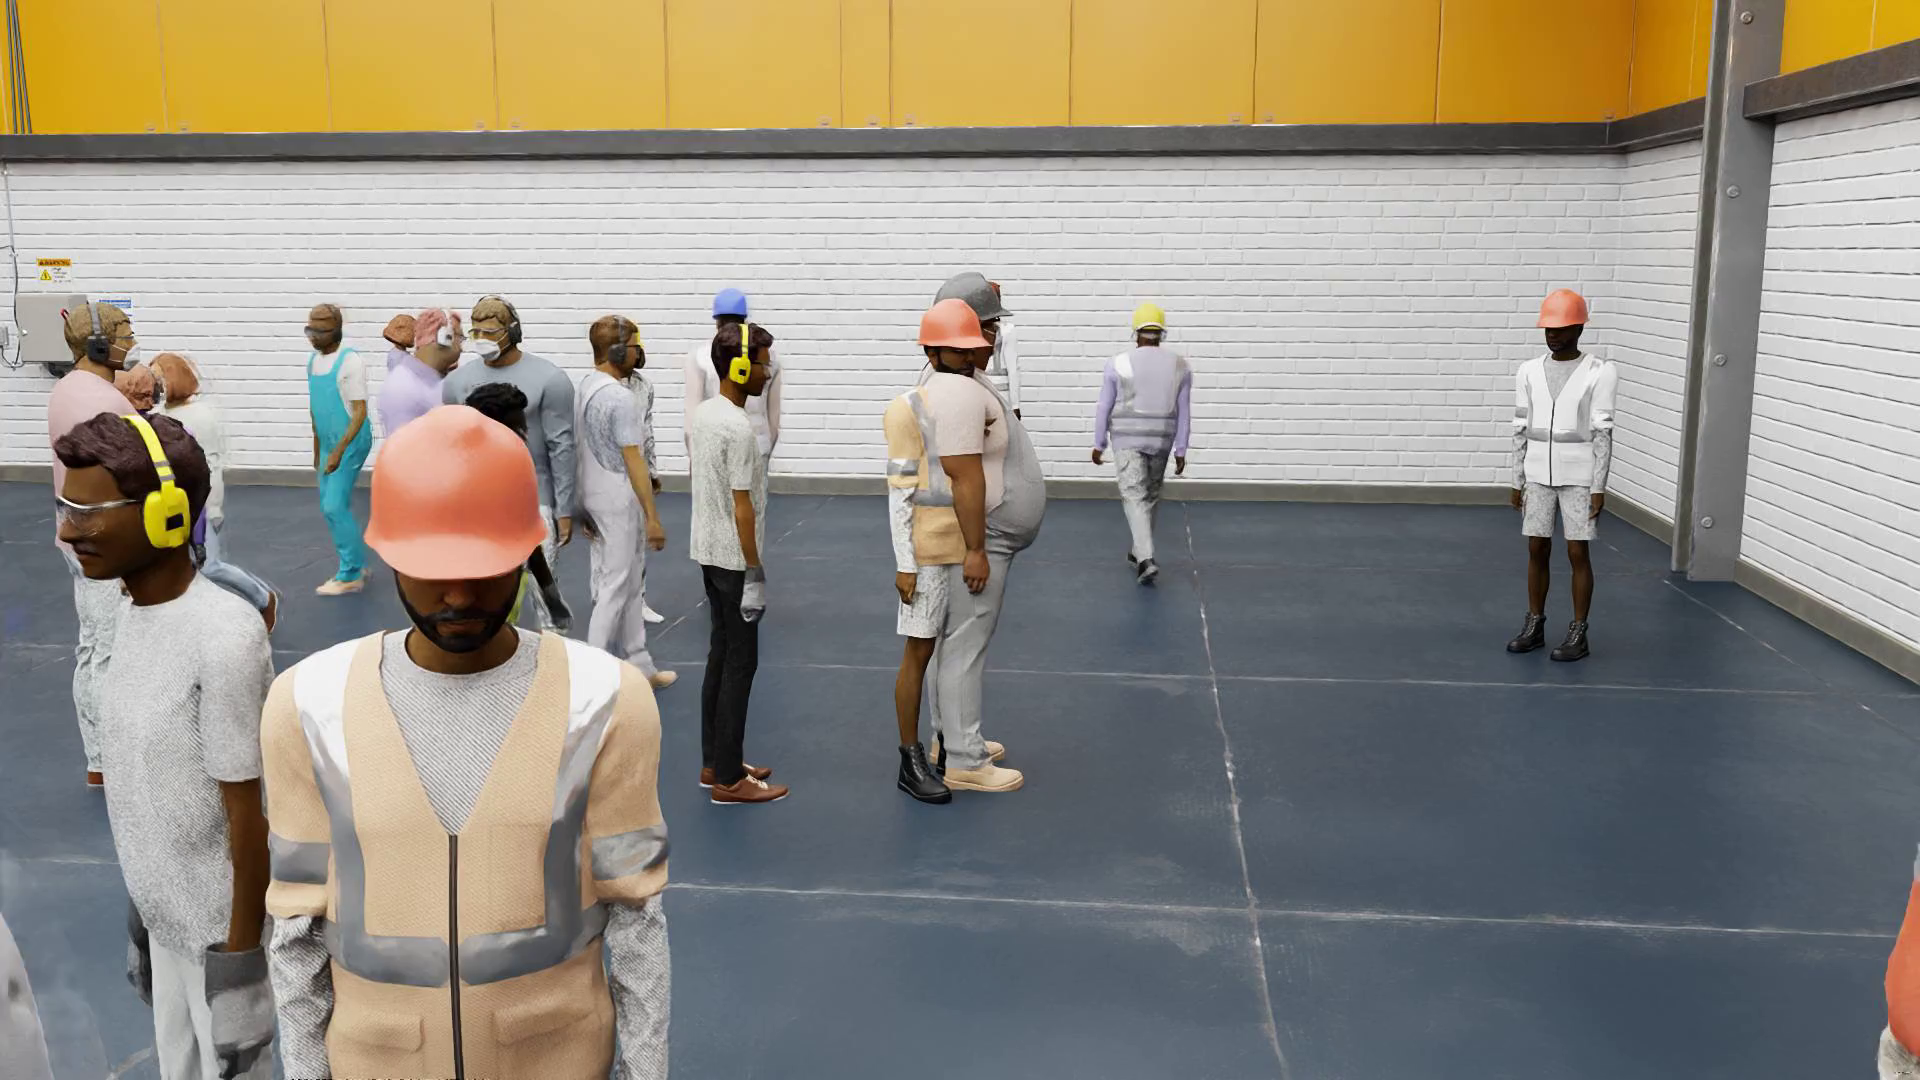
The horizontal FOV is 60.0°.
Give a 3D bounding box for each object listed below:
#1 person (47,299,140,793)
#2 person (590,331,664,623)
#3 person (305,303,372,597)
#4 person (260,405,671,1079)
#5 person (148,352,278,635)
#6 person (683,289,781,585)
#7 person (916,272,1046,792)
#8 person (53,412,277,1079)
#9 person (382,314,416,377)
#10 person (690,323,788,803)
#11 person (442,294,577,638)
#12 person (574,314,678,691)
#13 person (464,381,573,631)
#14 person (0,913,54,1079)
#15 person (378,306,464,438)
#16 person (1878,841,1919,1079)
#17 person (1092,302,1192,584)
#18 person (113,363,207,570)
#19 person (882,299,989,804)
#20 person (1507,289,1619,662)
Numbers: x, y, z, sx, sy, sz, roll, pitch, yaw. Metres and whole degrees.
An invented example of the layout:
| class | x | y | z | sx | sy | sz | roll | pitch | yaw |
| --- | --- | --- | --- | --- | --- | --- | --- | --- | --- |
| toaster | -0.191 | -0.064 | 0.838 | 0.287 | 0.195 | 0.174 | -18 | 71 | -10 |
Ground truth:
| class | x | y | z | sx | sy | sz | roll | pitch | yaw |
| --- | --- | --- | --- | --- | --- | --- | --- | --- | --- |
| person | -3.259 | 0.054 | 6.392 | 0.371 | 1.941 | 0.627 | -8 | 13 | -38 |
| person | -1.878 | -0.363 | 9.344 | 0.315 | 1.741 | 0.494 | 8 | 13 | 38 |
| person | -3.803 | -0.543 | 10.217 | 0.545 | 1.802 | 0.525 | 8 | 12 | 37 |
| person | -0.683 | 0.766 | 2.362 | 0.550 | 1.925 | 0.390 | -2 | 10 | -10 |
| person | -3.982 | -0.188 | 8.718 | 0.507 | 1.610 | 0.698 | 5 | 11 | 26 |
| person | -1.361 | -0.537 | 9.922 | 0.600 | 1.884 | 0.944 | -3 | 10 | -15 |
| person | 0.073 | -0.039 | 6.635 | 0.538 | 2.000 | 0.688 | -1 | 10 | -8 |
| person | -1.340 | 0.702 | 2.918 | 0.511 | 1.862 | 0.325 | 10 | 14 | 44 |
| person | -4.295 | -0.927 | 12.884 | 0.280 | 1.633 | 0.498 | -2 | 10 | -14 |
| person | -0.856 | 0.097 | 6.404 | 0.344 | 1.857 | 0.525 | -5 | 11 | -26 |
| person | -2.047 | -0.146 | 7.577 | 0.636 | 1.930 | 0.372 | 2 | 10 | 10 |
| person | -1.576 | -0.135 | 7.815 | 0.501 | 1.834 | 0.560 | -7 | 12 | -33 |
| person | -1.603 | 0.269 | 5.926 | 0.749 | 1.657 | 0.559 | 0 | 10 | 2 |
| person | -1.081 | 0.931 | 1.519 | 1.010 | 1.881 | 0.601 | -4 | 11 | -21 |
| person | -2.482 | -0.176 | 7.931 | 0.674 | 1.875 | 0.720 | 2 | 10 | 13 |
| person | 1.646 | 0.745 | 2.462 | 0.477 | 1.925 | 0.654 | 0 | 10 | 1 |
| person | 1.191 | -0.632 | 10.750 | 0.594 | 1.798 | 0.899 | -2 | 10 | -12 |
| person | -3.645 | 0.025 | 7.441 | 0.521 | 1.631 | 0.323 | -3 | 10 | -17 |
| person | -0.042 | 0.039 | 6.482 | 0.362 | 1.939 | 0.543 | 9 | 13 | 42 |
| person | 3.103 | -0.329 | 8.637 | 0.539 | 1.929 | 0.387 | 9 | 13 | 42 |
